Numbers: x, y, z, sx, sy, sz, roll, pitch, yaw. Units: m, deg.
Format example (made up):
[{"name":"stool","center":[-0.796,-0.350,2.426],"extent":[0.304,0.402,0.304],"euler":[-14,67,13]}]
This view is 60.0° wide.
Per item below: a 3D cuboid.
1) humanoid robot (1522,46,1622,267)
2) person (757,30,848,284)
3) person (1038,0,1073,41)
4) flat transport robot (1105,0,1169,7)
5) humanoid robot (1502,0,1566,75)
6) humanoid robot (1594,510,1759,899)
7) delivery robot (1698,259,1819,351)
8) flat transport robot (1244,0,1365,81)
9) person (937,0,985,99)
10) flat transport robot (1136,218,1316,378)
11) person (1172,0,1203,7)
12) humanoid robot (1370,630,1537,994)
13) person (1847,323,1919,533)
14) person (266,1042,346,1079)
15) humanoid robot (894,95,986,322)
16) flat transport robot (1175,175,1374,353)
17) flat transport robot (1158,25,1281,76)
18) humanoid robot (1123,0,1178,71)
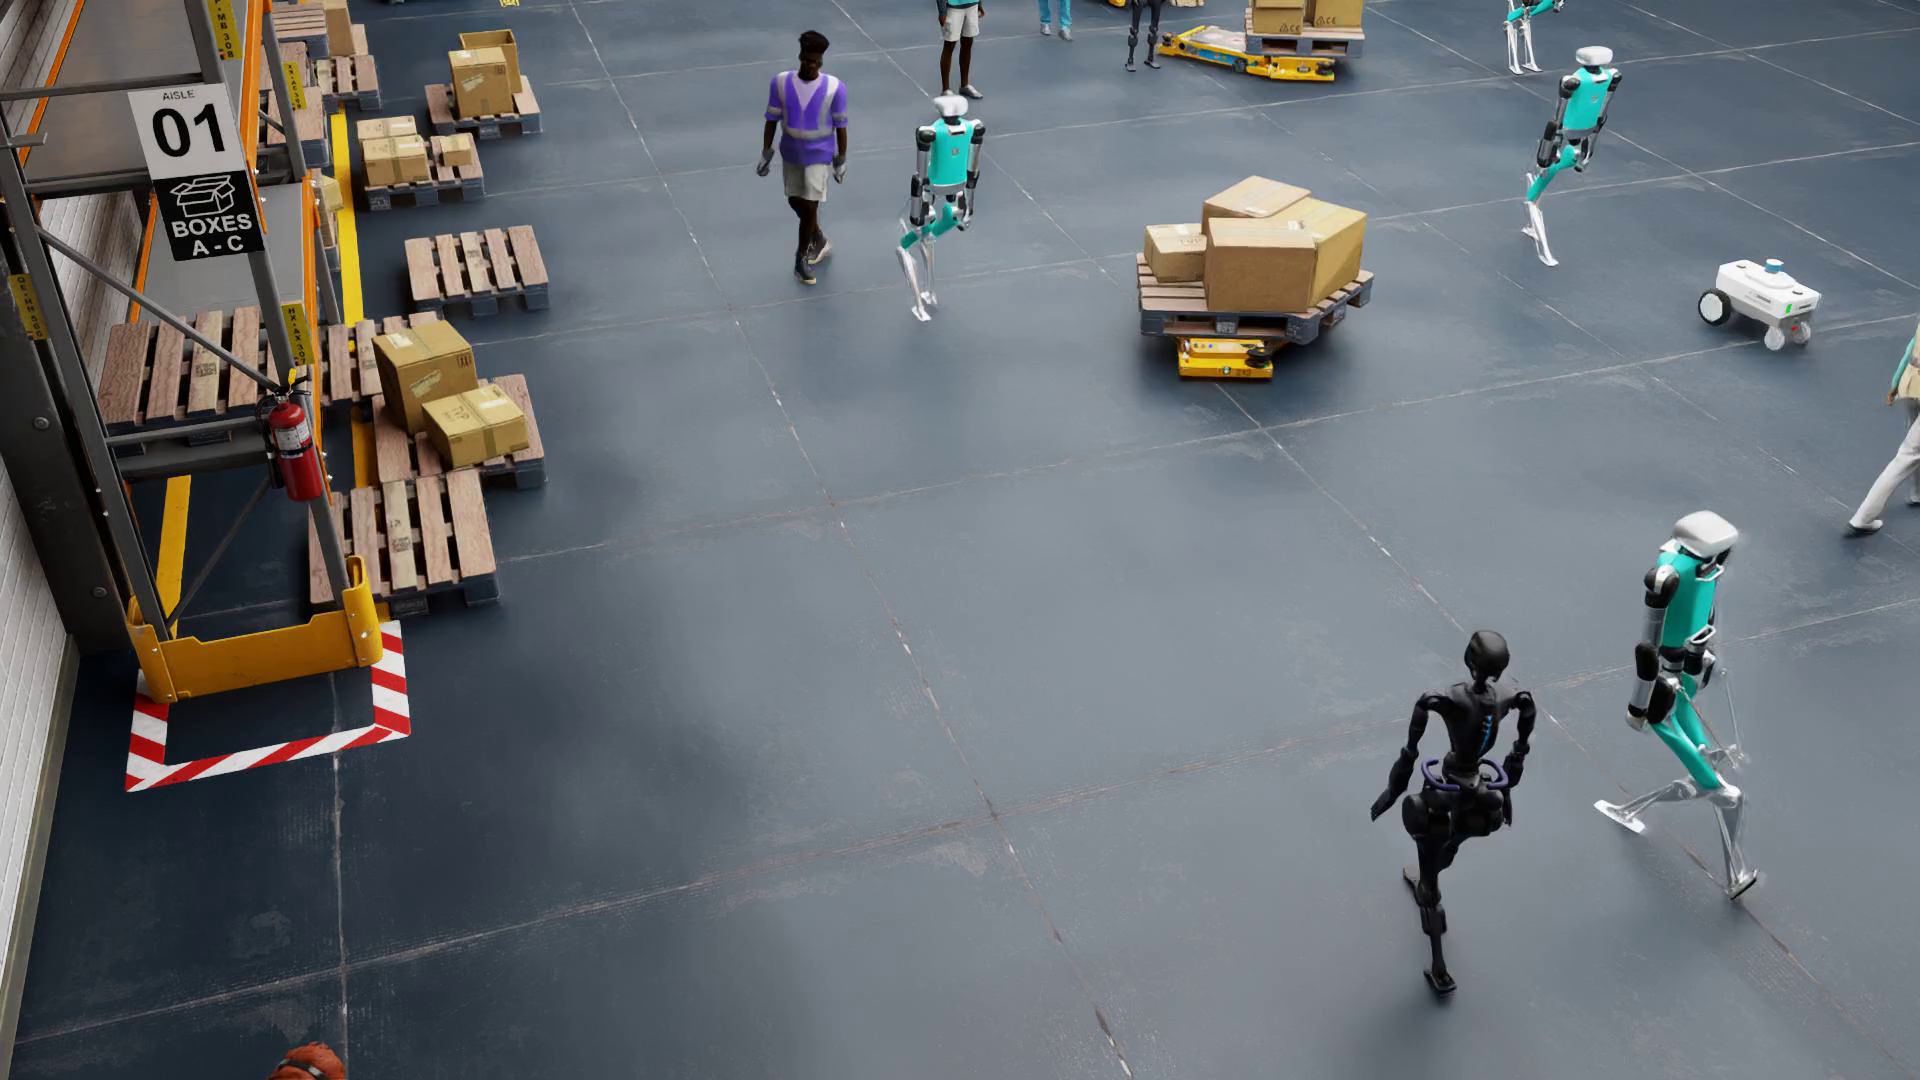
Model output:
[{"name":"humanoid robot","center":[4.740,-3.127,13.322],"extent":[0.533,1.779,0.864],"euler":[-13,35,-19]},{"name":"person","center":[-1.210,-3.002,12.946],"extent":[0.685,1.925,0.674],"euler":[8,34,12]},{"name":"person","center":[1.045,-6.432,18.303],"extent":[0.564,1.816,0.760],"euler":[-6,34,-9]},{"name":"flat transport robot","center":[1.956,-6.783,20.262],"extent":[0.659,0.231,1.431],"euler":[-10,35,-16]},{"name":"humanoid robot","center":[5.915,-5.672,17.091],"extent":[0.533,1.677,0.735],"euler":[-11,35,-16]},{"name":"humanoid robot","center":[3.378,0.787,7.341],"extent":[0.550,1.791,0.917],"euler":[-25,40,-33]},{"name":"delivery robot","center":[5.948,-1.794,12.366],"extent":[0.499,0.614,0.796],"euler":[-15,36,-21]},{"name":"flat transport robot","center":[3.653,-5.244,17.901],"extent":[0.659,0.231,1.431],"euler":[4,33,6]},{"name":"person","center":[-0.010,-5.325,16.496],"extent":[0.567,1.938,0.419],"euler":[-24,40,-32]},{"name":"flat transport robot","center":[1.916,-1.606,12.321],"extent":[0.659,0.231,1.431],"euler":[2,33,2]},{"name":"person","center":[2.722,-7.195,19.444],"extent":[0.406,1.862,0.540],"euler":[28,42,35]},{"name":"humanoid robot","center":[2.063,1.082,6.963],"extent":[0.601,1.634,0.795],"euler":[-3,33,-5]},{"name":"person","center":[5.780,-0.831,9.849],"extent":[0.936,1.655,0.478],"euler":[-14,36,-21]},{"name":"person","center":[-1.788,2.197,5.011],"extent":[0.582,1.882,0.346],"euler":[6,34,9]},{"name":"humanoid robot","center":[-0.219,-2.491,12.363],"extent":[0.560,1.792,0.847],"euler":[-16,36,-23]},{"name":"flat transport robot","center":[2.282,-1.688,12.448],"extent":[0.659,0.231,1.431],"euler":[24,40,32]},{"name":"flat transport robot","center":[2.921,-5.304,17.993],"extent":[1.431,0.231,0.659],"euler":[24,40,32]},{"name":"humanoid robot","center":[1.992,-5.769,17.408],"extent":[0.599,1.654,0.315],"euler":[-11,35,-16]}]
